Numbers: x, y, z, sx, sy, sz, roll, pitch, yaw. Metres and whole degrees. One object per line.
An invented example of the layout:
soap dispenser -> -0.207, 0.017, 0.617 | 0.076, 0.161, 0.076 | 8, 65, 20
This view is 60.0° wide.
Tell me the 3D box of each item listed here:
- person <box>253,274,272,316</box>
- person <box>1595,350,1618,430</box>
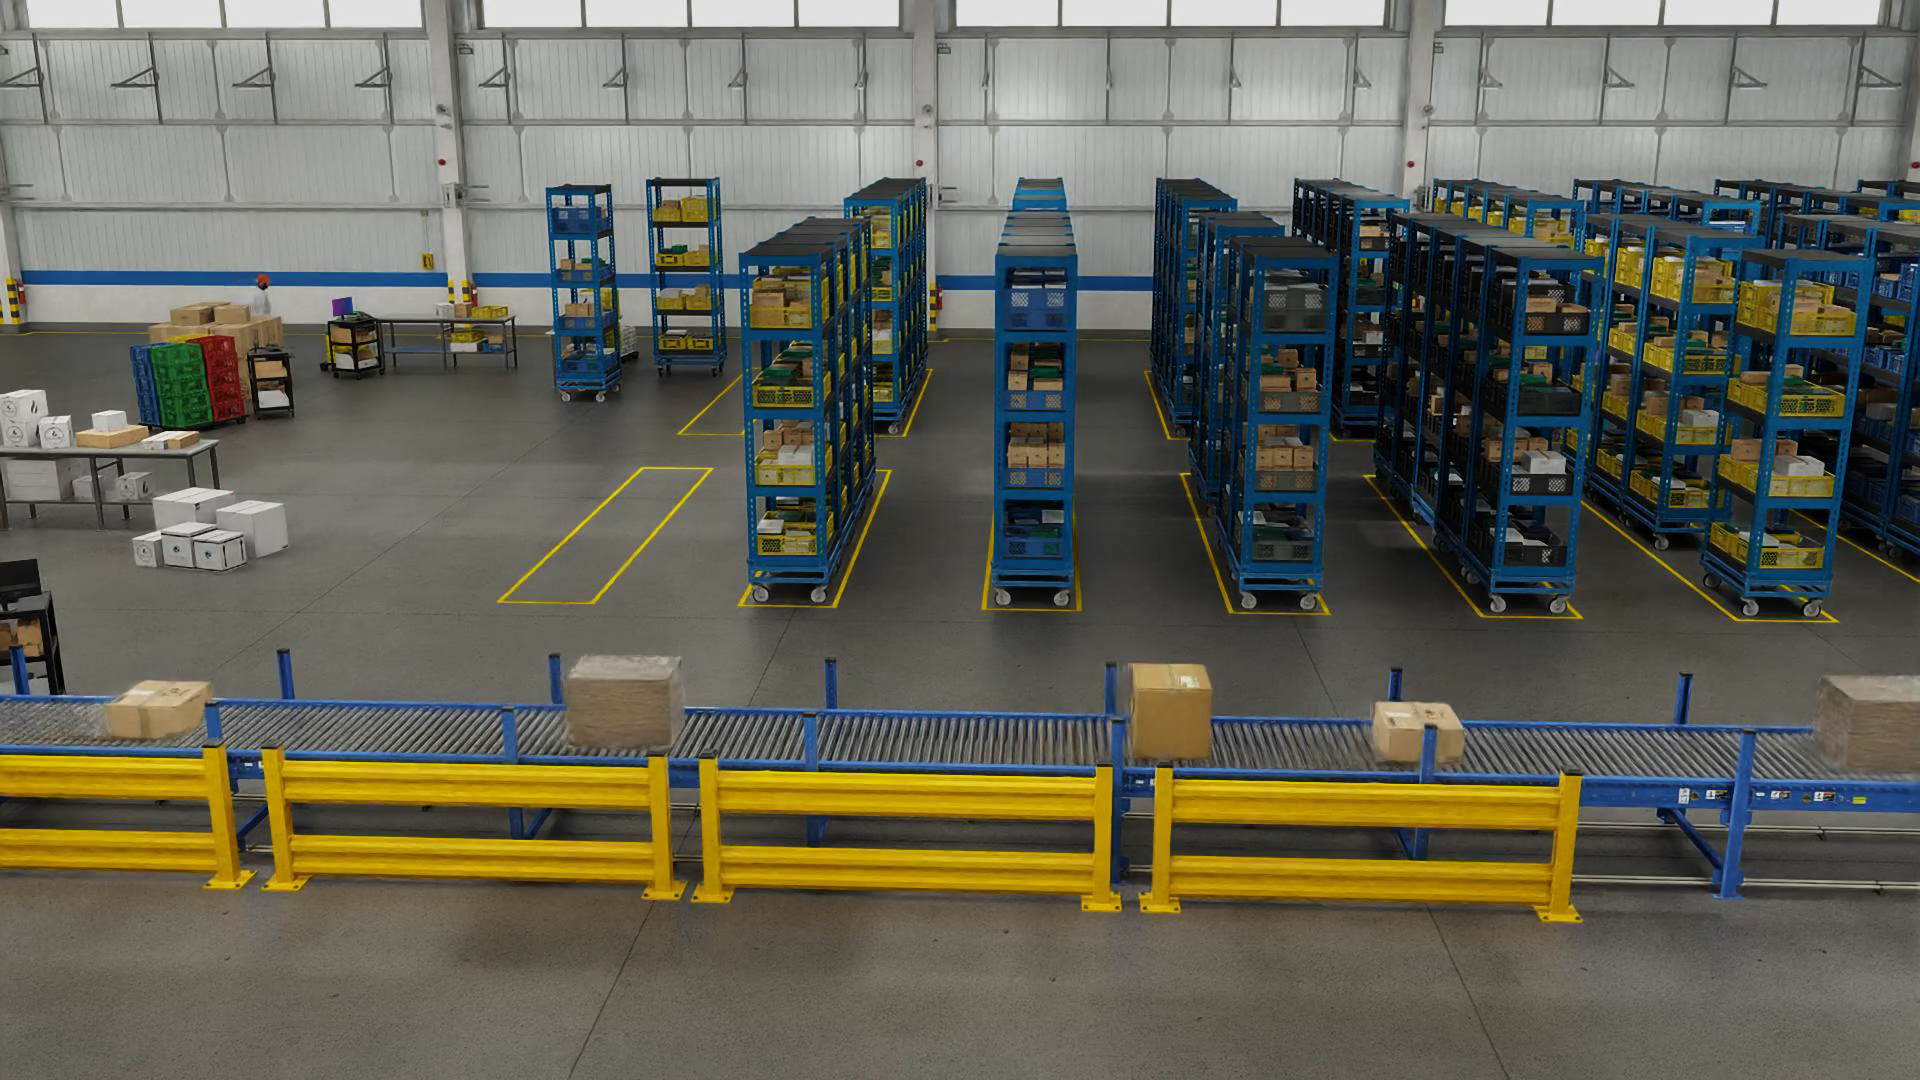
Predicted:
person -> -13.402, -4.284, 32.165 | 0.613, 1.723, 0.561 | -10, 18, -34
person -> 9.515, -2.297, 24.568 | 0.390, 1.846, 0.565 | 3, 15, 13
